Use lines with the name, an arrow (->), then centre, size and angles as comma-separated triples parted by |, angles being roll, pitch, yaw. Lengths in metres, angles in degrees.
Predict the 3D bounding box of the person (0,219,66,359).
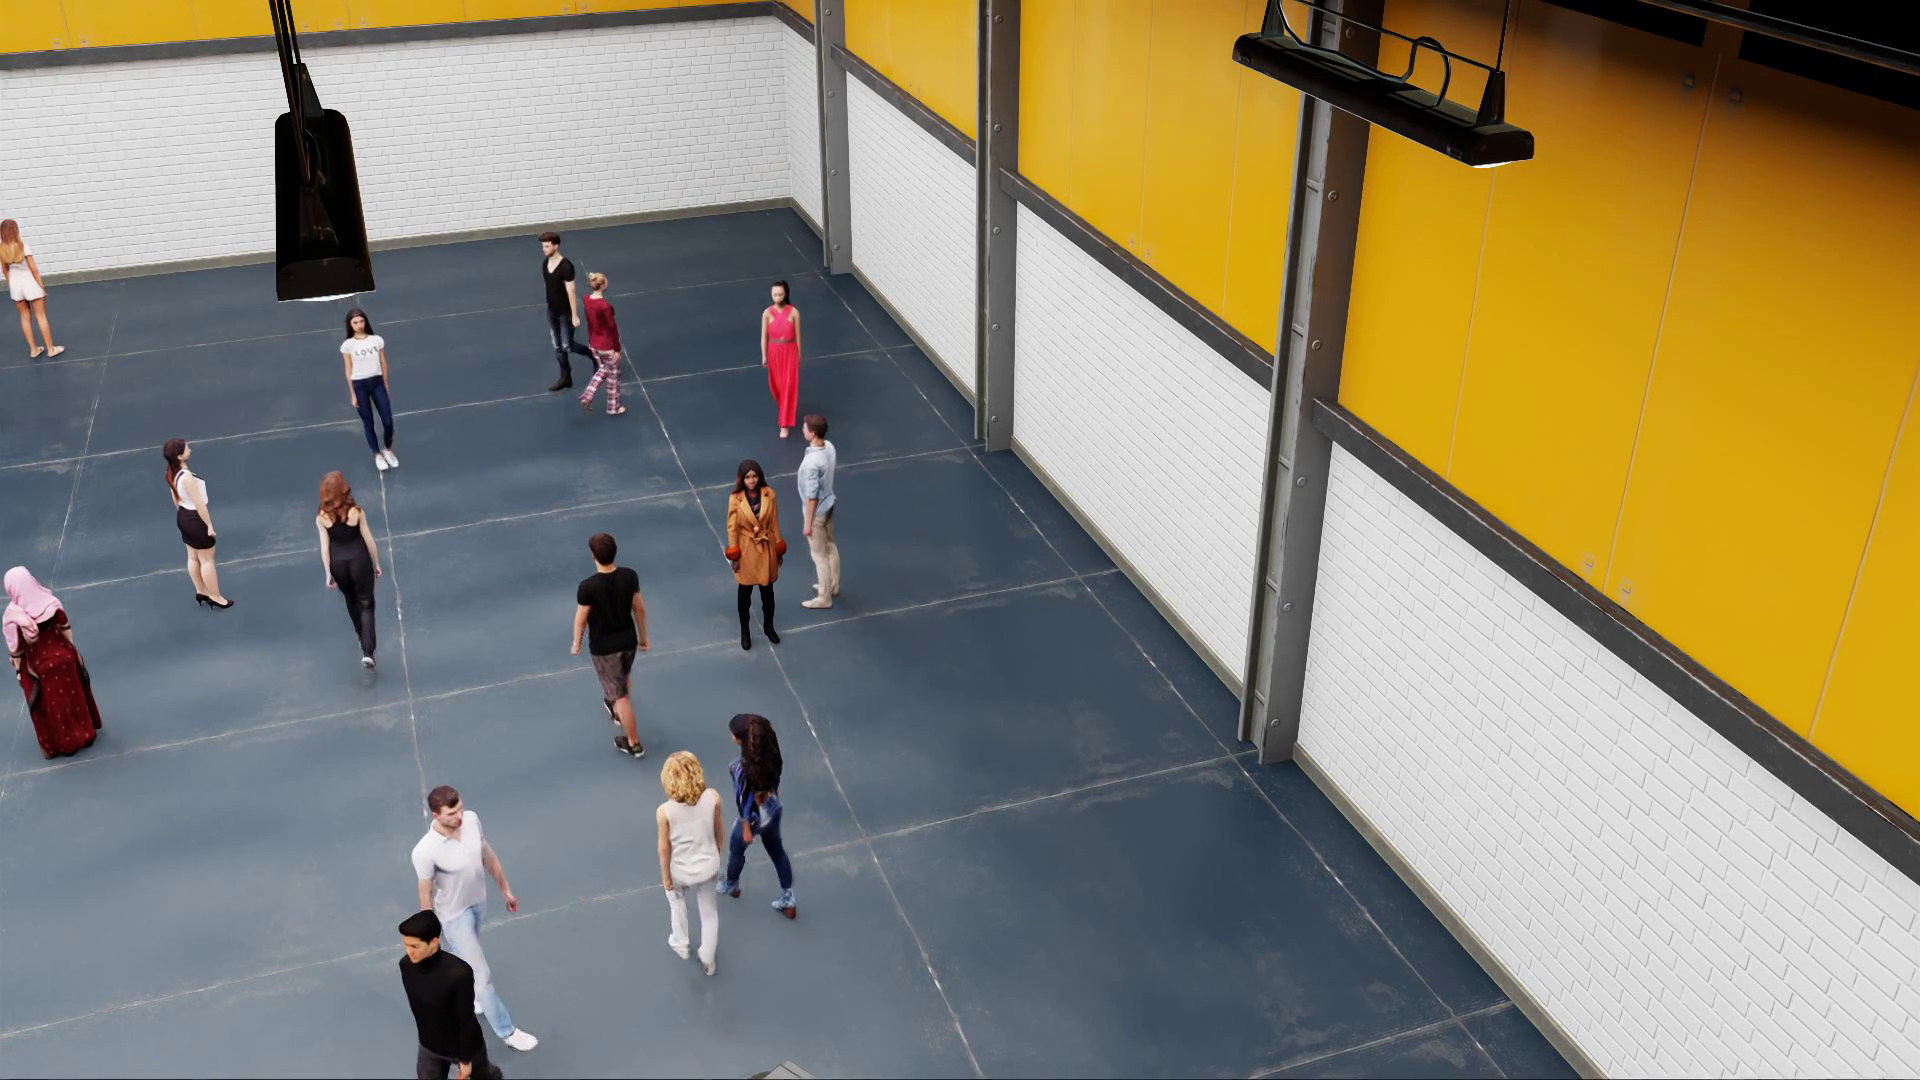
person -> -11.189, -3.012, 19.900 | 0.651, 1.696, 0.673 | 1, 29, 2

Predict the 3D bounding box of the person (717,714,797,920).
person -> -1.270, 1.865, 11.065 | 1.019, 1.595, 0.937 | 16, 32, 26

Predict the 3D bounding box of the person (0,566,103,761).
person -> -7.001, 0.923, 12.747 | 0.775, 1.638, 0.759 | 21, 35, 33

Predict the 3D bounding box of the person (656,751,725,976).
person -> -1.671, 2.096, 10.574 | 0.615, 1.659, 0.661 | -10, 30, -18

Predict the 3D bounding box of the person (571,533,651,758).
person -> -2.593, 0.843, 12.689 | 0.923, 1.834, 1.113 | -25, 37, -38

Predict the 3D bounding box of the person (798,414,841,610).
person -> -1.242, -0.261, 14.698 | 0.791, 1.847, 0.688 | 8, 30, 14

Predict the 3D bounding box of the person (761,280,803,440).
person -> -1.916, -2.007, 18.066 | 0.861, 1.689, 1.174 | 1, 29, 2

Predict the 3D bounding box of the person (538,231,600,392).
person -> -4.473, -2.634, 19.016 | 1.028, 1.879, 1.007 | 23, 36, 35

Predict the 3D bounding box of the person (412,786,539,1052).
person -> -3.112, 2.228, 10.165 | 1.143, 1.819, 1.096 | 12, 31, 20

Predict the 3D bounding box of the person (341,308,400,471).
person -> -6.129, -1.556, 17.161 | 0.645, 1.763, 0.638 | -16, 33, -27

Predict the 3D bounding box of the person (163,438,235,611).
person -> -6.761, -0.142, 14.688 | 0.607, 1.649, 0.694 | 19, 34, 31

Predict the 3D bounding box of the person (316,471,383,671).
person -> -5.070, 0.280, 13.841 | 0.643, 1.719, 1.119 | -7, 29, -13

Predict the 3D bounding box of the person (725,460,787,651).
person -> -1.744, 0.117, 14.141 | 0.672, 1.719, 0.563 | -10, 30, -18

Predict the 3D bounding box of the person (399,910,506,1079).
person -> -2.818, 2.748, 9.352 | 1.050, 1.685, 1.173 | 9, 30, 16

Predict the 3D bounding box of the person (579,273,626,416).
person -> -3.976, -2.124, 18.281 | 0.826, 1.687, 0.865 | 23, 36, 35
